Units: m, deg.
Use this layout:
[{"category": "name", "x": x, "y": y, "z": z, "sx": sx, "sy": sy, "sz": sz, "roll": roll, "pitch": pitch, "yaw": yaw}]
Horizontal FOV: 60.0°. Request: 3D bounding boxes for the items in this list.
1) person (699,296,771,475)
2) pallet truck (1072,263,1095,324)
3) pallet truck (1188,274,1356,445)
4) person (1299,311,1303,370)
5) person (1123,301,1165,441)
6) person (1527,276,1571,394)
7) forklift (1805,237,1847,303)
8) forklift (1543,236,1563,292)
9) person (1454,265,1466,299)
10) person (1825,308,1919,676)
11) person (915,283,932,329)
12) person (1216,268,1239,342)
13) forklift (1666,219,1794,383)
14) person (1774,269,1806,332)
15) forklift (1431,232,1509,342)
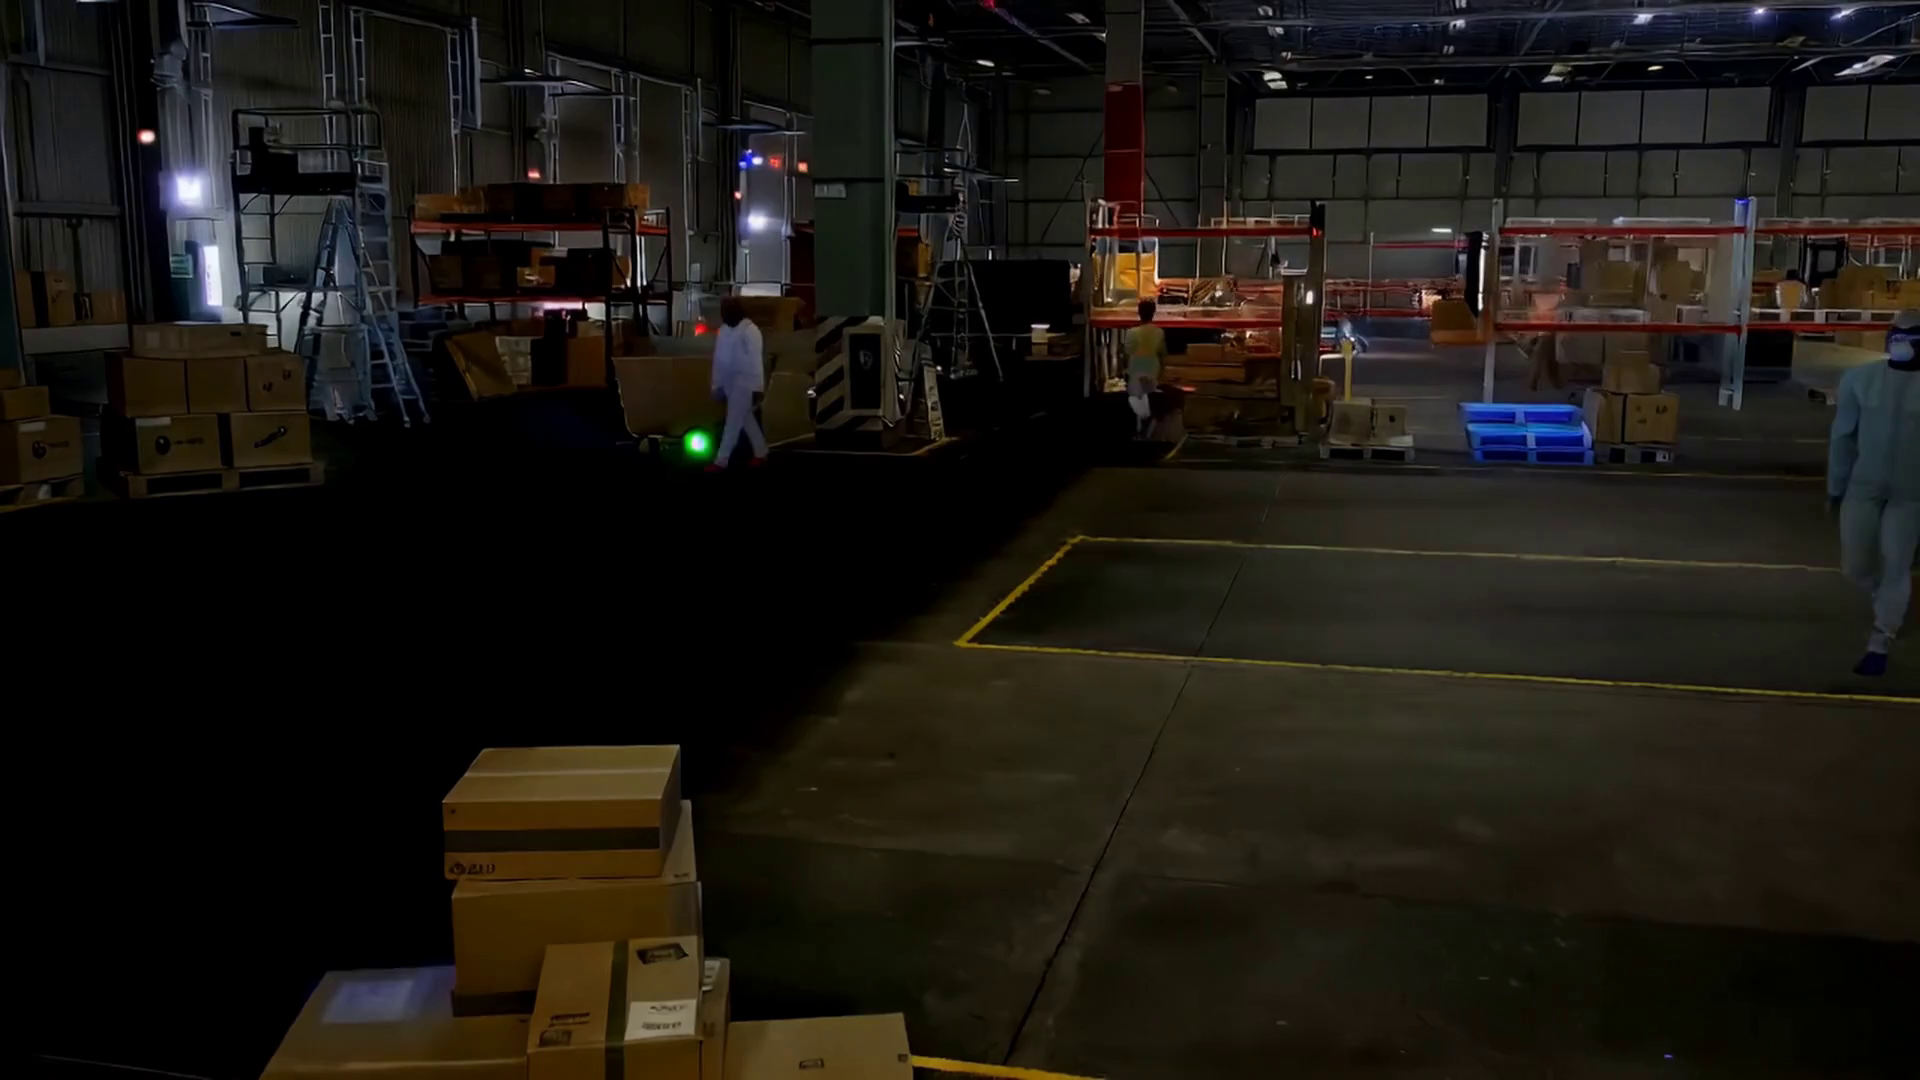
[{"category": "person", "x": -2.276, "y": -1.571, "z": 16.874, "sx": 0.974, "sy": 1.790, "sz": 0.654, "roll": -9, "pitch": 13, "yaw": -42}, {"category": "pallet truck", "x": 4.325, "y": -8.180, "z": 55.162, "sx": 0.823, "sy": 1.965, "sz": 1.885, "roll": 6, "pitch": 11, "yaw": 31}, {"category": "pallet truck", "x": 3.653, "y": -2.138, "z": 19.590, "sx": 1.885, "sy": 1.965, "sz": 0.823, "roll": -4, "pitch": 10, "yaw": -20}, {"category": "person", "x": 6.767, "y": -4.127, "z": 32.063, "sx": 0.484, "sy": 1.739, "sz": 0.319, "roll": -8, "pitch": 13, "yaw": -40}, {"category": "person", "x": 2.200, "y": -1.964, "z": 19.527, "sx": 0.541, "sy": 1.676, "sz": 0.606, "roll": -5, "pitch": 11, "yaw": -27}, {"category": "person", "x": 9.499, "y": -3.264, "z": 26.572, "sx": 0.945, "sy": 1.872, "sz": 0.622, "roll": -2, "pitch": 10, "yaw": -13}, {"category": "forklift", "x": 27.435, "y": -8.206, "z": 52.718, "sx": 1.129, "sy": 2.768, "sz": 1.873, "roll": 2, "pitch": 10, "yaw": 14}, {"category": "forklift", "x": 18.479, "y": -8.084, "z": 51.999, "sx": 1.873, "sy": 2.768, "sz": 1.129, "roll": 2, "pitch": 10, "yaw": 14}, {"category": "person", "x": 15.061, "y": -7.312, "z": 50.224, "sx": 0.372, "sy": 1.940, "sz": 0.630, "roll": 4, "pitch": 11, "yaw": 25}, {"category": "person", "x": 4.965, "y": -0.271, "z": 8.822, "sx": 0.742, "sy": 1.924, "sz": 0.638, "roll": -9, "pitch": 13, "yaw": -43}, {"category": "person", "x": -1.083, "y": -7.375, "z": 50.632, "sx": 0.544, "sy": 1.930, "sz": 0.389, "roll": -5, "pitch": 11, "yaw": -25}, {"category": "person", "x": 6.905, "y": -6.056, "z": 42.916, "sx": 0.592, "sy": 1.913, "sz": 0.341, "roll": 2, "pitch": 10, "yaw": 10}, {"category": "forklift", "x": 13.420, "y": -4.155, "z": 28.869, "sx": 1.873, "sy": 2.768, "sz": 1.129, "roll": 2, "pitch": 10, "yaw": 14}, {"category": "person", "x": 18.832, "y": -5.188, "z": 37.764, "sx": 0.633, "sy": 1.927, "sz": 0.592, "roll": 4, "pitch": 10, "yaw": 23}, {"category": "forklift", "x": 13.185, "y": -6.527, "z": 42.836, "sx": 1.873, "sy": 2.768, "sz": 1.129, "roll": 2, "pitch": 10, "yaw": 14}]
